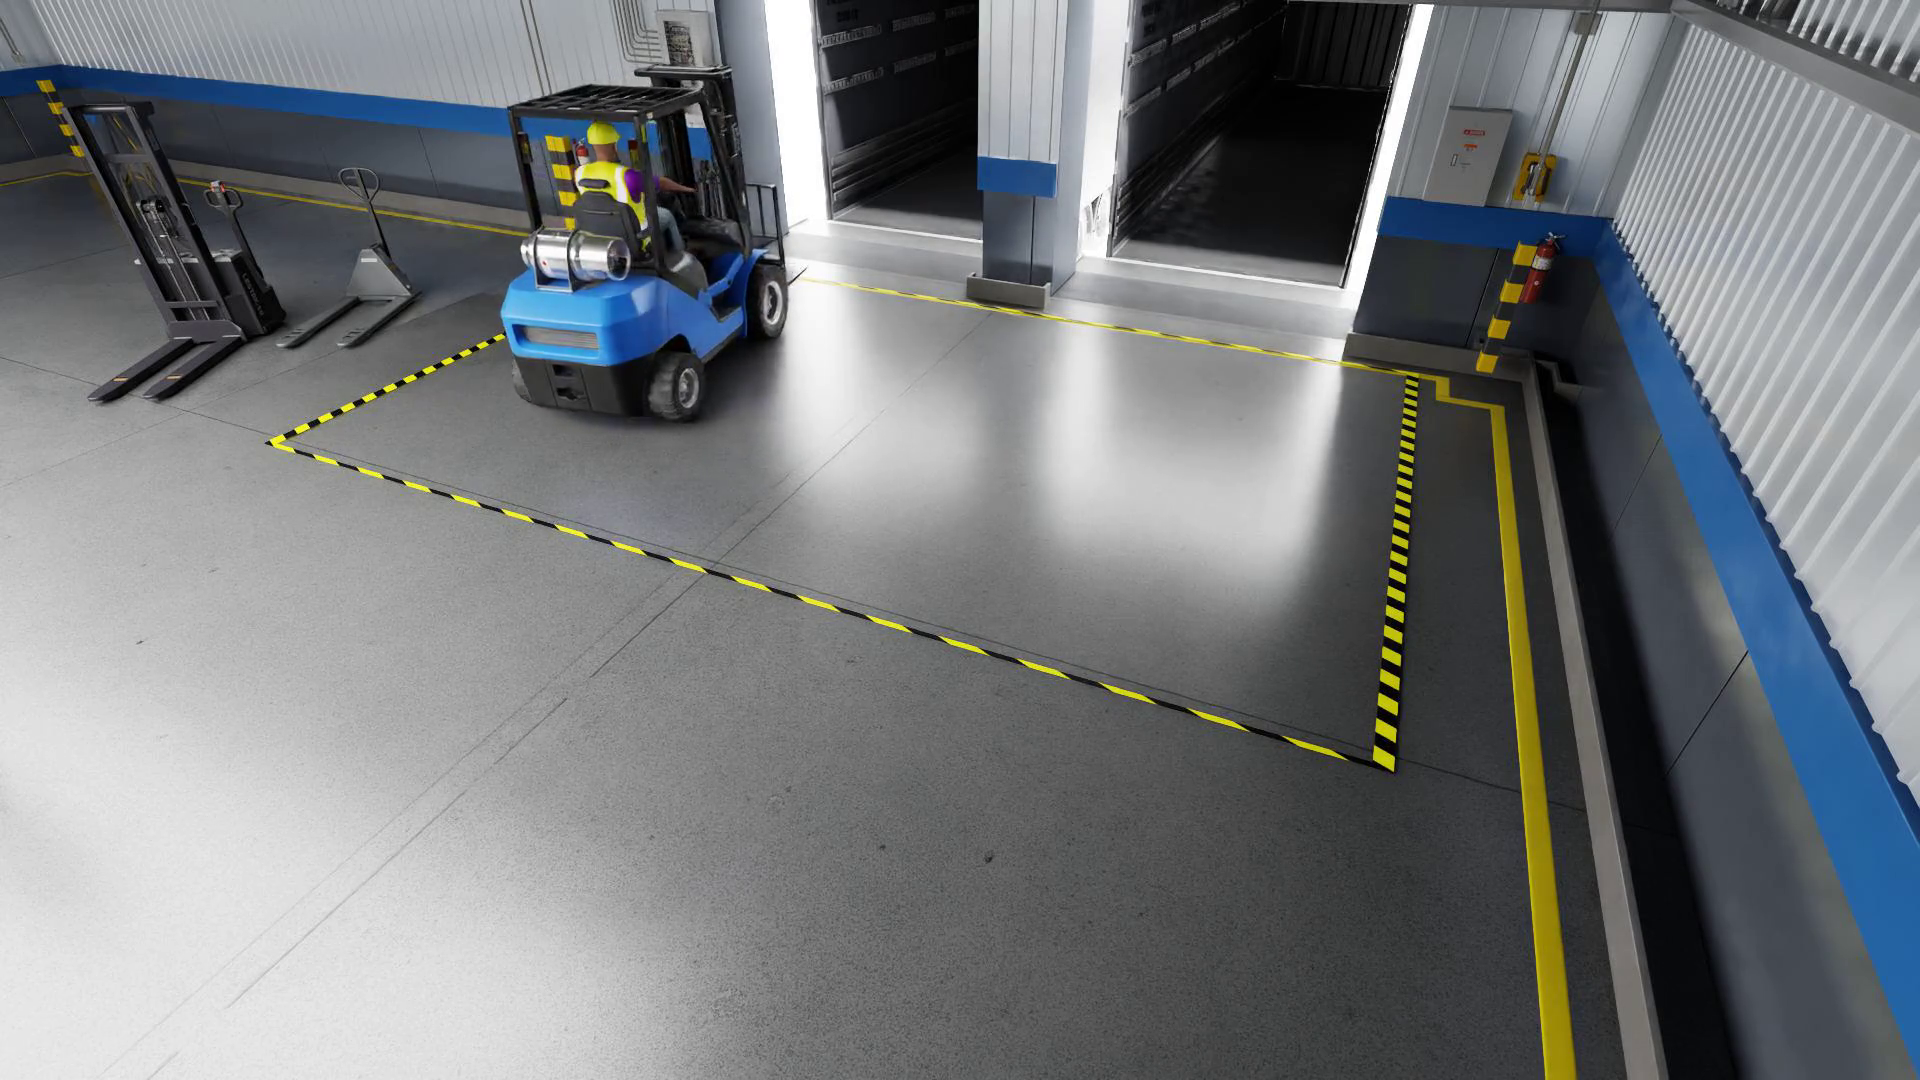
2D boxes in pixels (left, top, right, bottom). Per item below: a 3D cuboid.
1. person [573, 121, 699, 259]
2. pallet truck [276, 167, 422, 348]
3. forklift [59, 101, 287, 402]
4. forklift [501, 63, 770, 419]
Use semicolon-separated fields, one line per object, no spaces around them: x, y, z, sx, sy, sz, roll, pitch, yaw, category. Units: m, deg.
-2.462;-2.635;7.152;0.635;1.294;1.004;8;36;11;person
-5.732;-2.611;8.414;0.680;1.201;1.601;-1;35;-1;pallet truck
-6.686;-2.387;7.434;0.823;1.965;1.885;-3;35;-5;forklift
-2.484;-2.450;7.214;1.157;2.036;2.680;8;36;11;forklift
